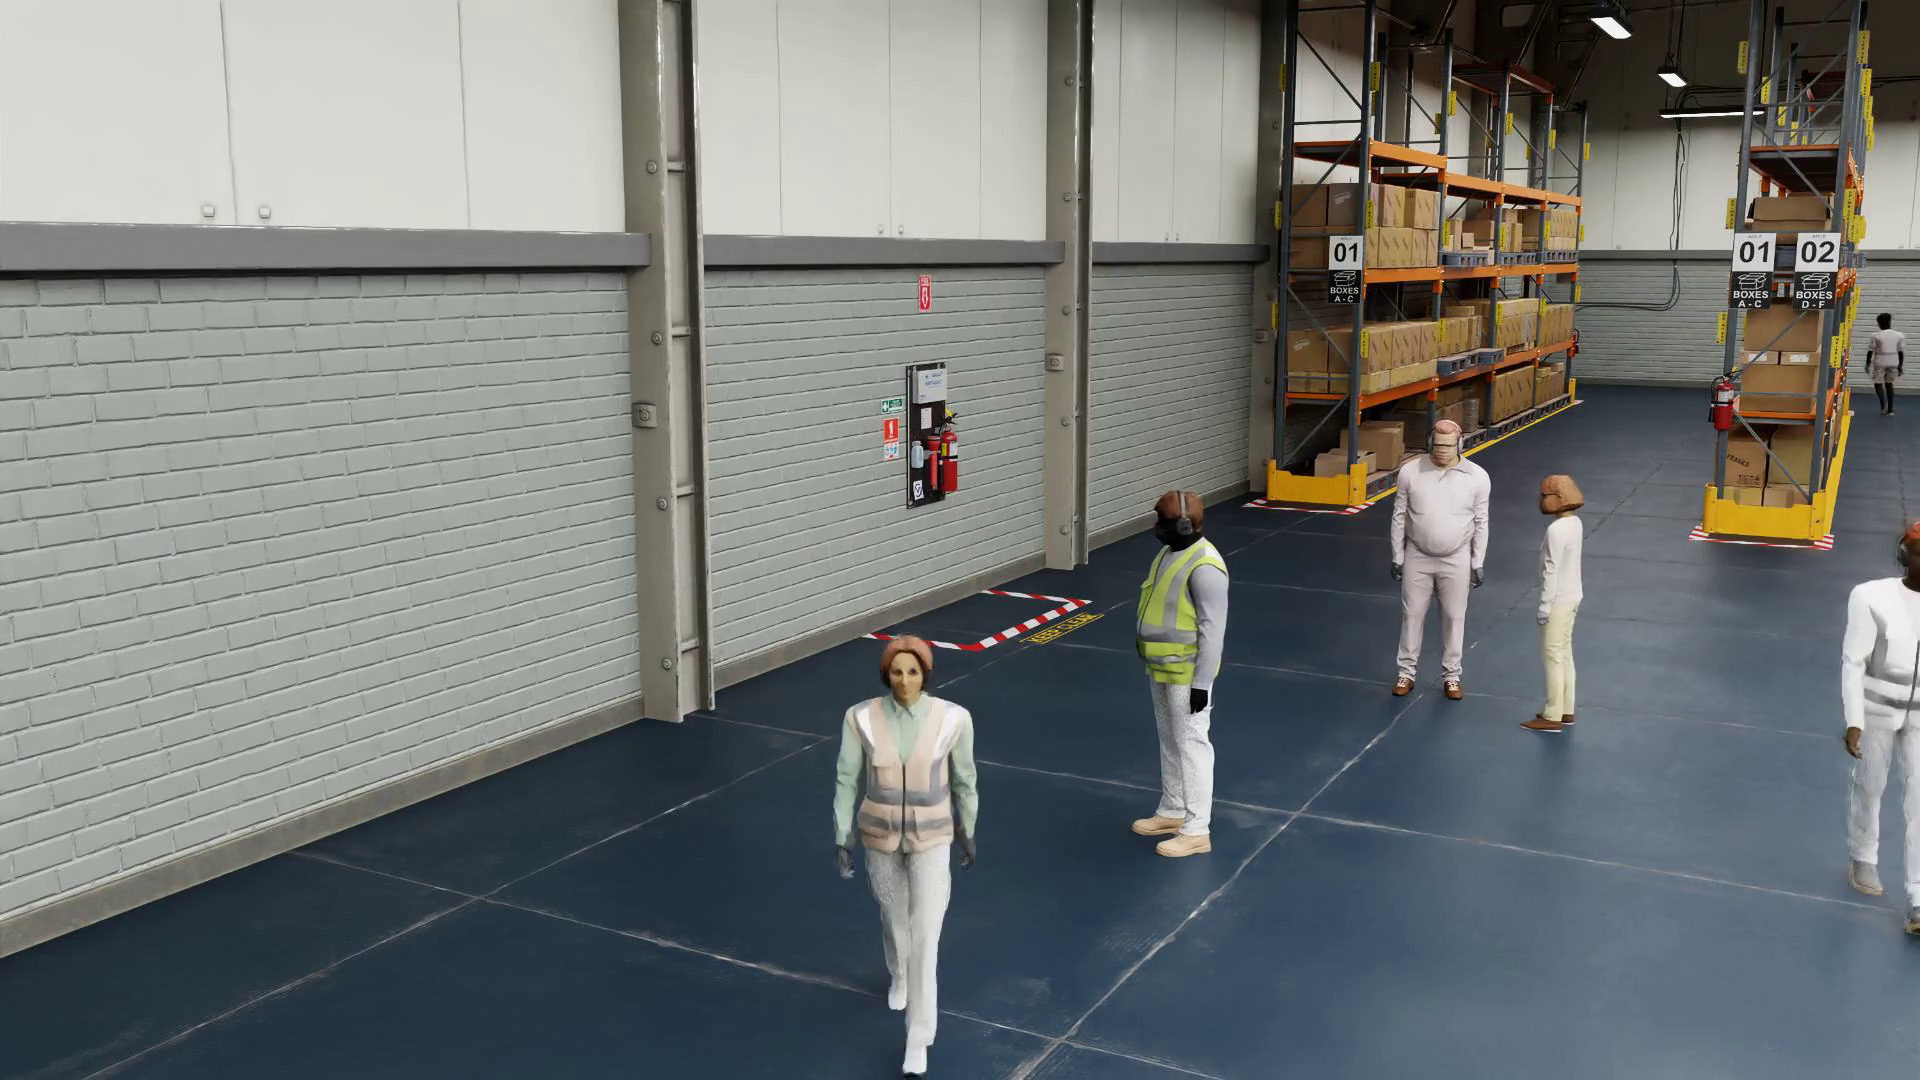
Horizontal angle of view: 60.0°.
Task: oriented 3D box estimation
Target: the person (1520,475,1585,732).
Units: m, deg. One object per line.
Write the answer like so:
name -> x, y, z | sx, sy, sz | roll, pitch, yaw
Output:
person -> 3.784, 0.398, 10.533 | 0.287, 1.622, 0.510 | 7, 12, 34

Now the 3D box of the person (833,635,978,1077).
person -> -0.206, 1.136, 6.315 | 0.534, 1.589, 0.901 | 1, 10, 5

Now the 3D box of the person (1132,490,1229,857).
person -> 1.098, 0.659, 8.367 | 0.429, 1.840, 0.636 | -2, 10, -13

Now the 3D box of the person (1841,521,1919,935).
person -> 4.268, 0.815, 7.500 | 0.572, 1.826, 1.004 | 3, 10, 18

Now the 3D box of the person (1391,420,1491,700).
person -> 3.234, 0.135, 11.261 | 0.637, 1.903, 0.406 | 3, 10, 17

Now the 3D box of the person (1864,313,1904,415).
person -> 17.407, -3.284, 31.226 | 0.659, 1.929, 0.692 | 1, 10, 5
